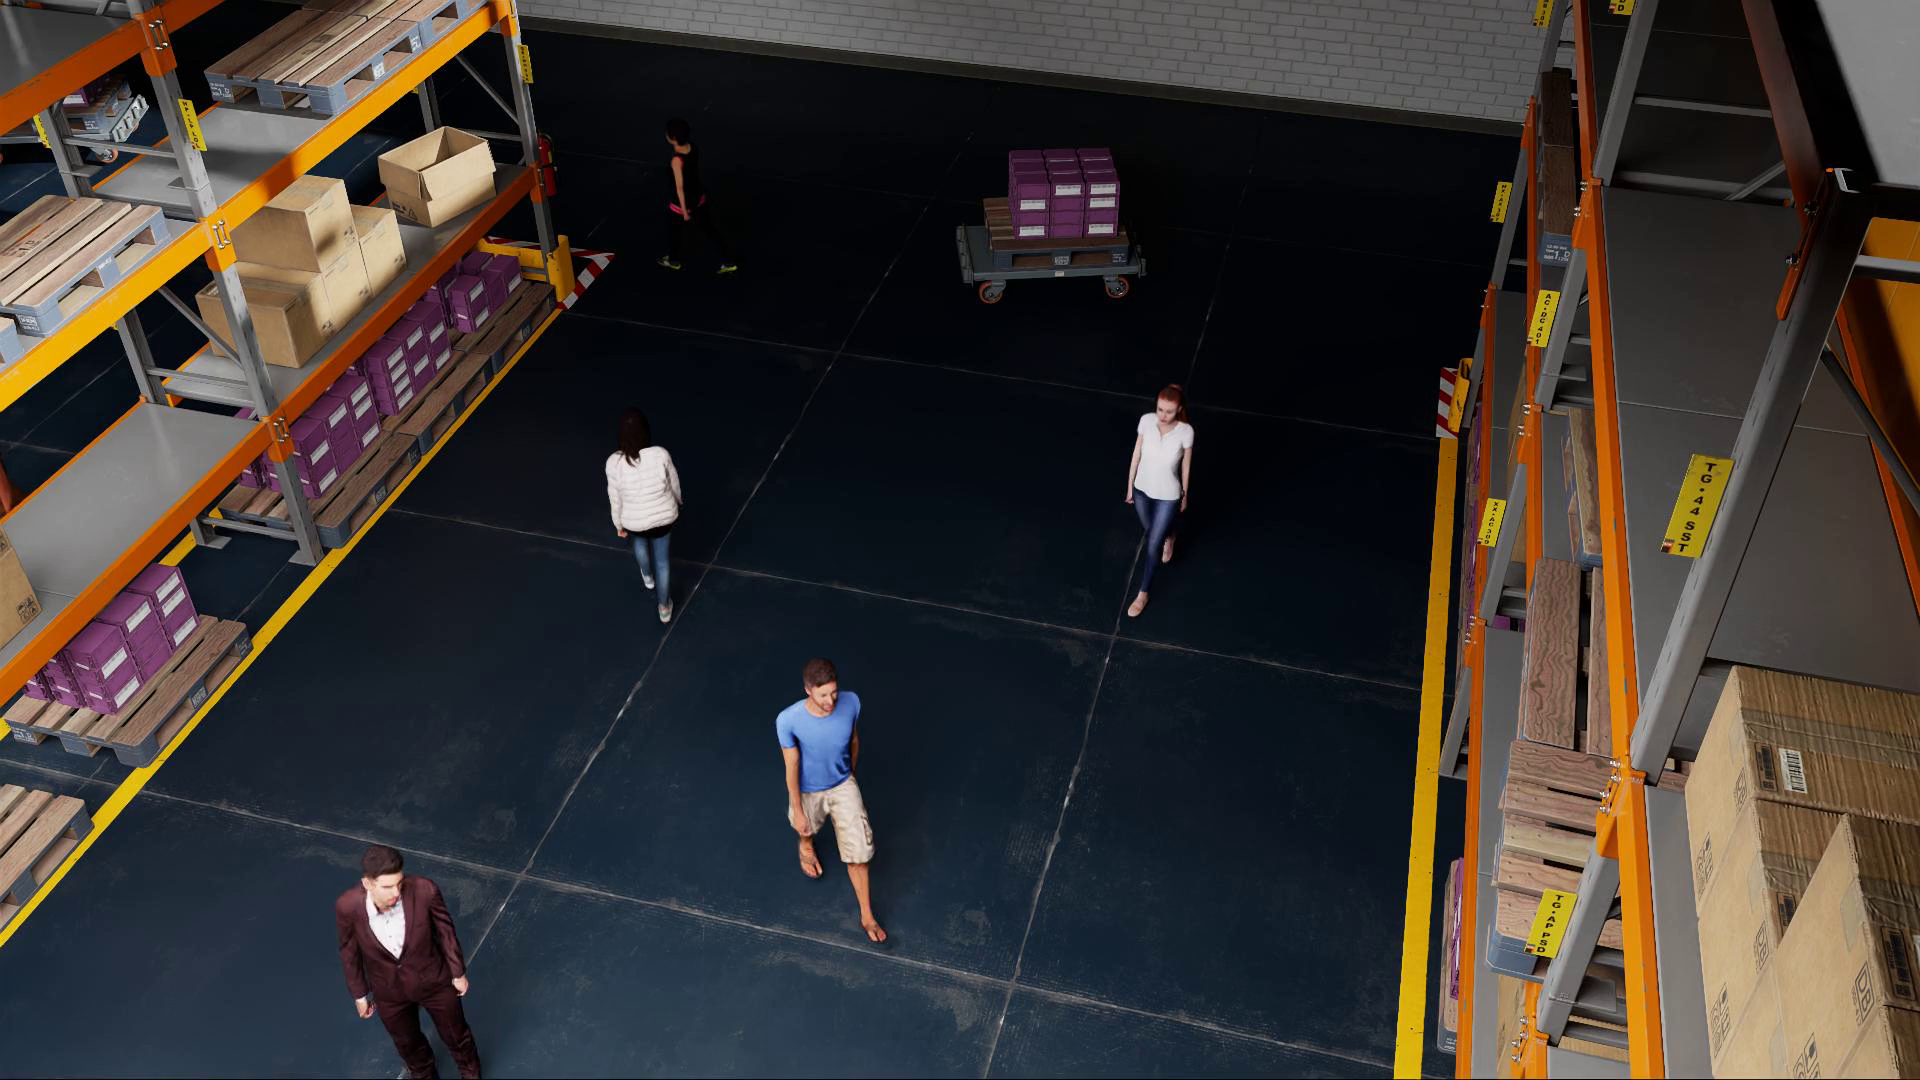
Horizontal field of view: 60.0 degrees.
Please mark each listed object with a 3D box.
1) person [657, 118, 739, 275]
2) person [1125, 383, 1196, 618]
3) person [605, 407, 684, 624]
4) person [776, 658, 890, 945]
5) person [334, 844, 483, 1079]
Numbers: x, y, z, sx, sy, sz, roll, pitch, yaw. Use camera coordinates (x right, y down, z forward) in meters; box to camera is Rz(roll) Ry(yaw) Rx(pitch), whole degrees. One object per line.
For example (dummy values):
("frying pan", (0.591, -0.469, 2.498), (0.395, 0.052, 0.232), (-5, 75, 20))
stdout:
("person", (-2.373, -3.051, 14.980), (0.763, 1.516, 1.041), (19, 42, 22))
("person", (1.392, -0.358, 11.453), (0.776, 1.708, 1.164), (21, 43, 24))
("person", (-2.107, -0.126, 11.239), (0.832, 1.612, 0.974), (-4, 39, -5))
("person", (-0.810, 1.307, 9.282), (1.097, 1.815, 1.288), (-13, 40, -15))
("person", (-2.697, 2.163, 8.176), (0.809, 1.858, 0.797), (-4, 39, -5))
